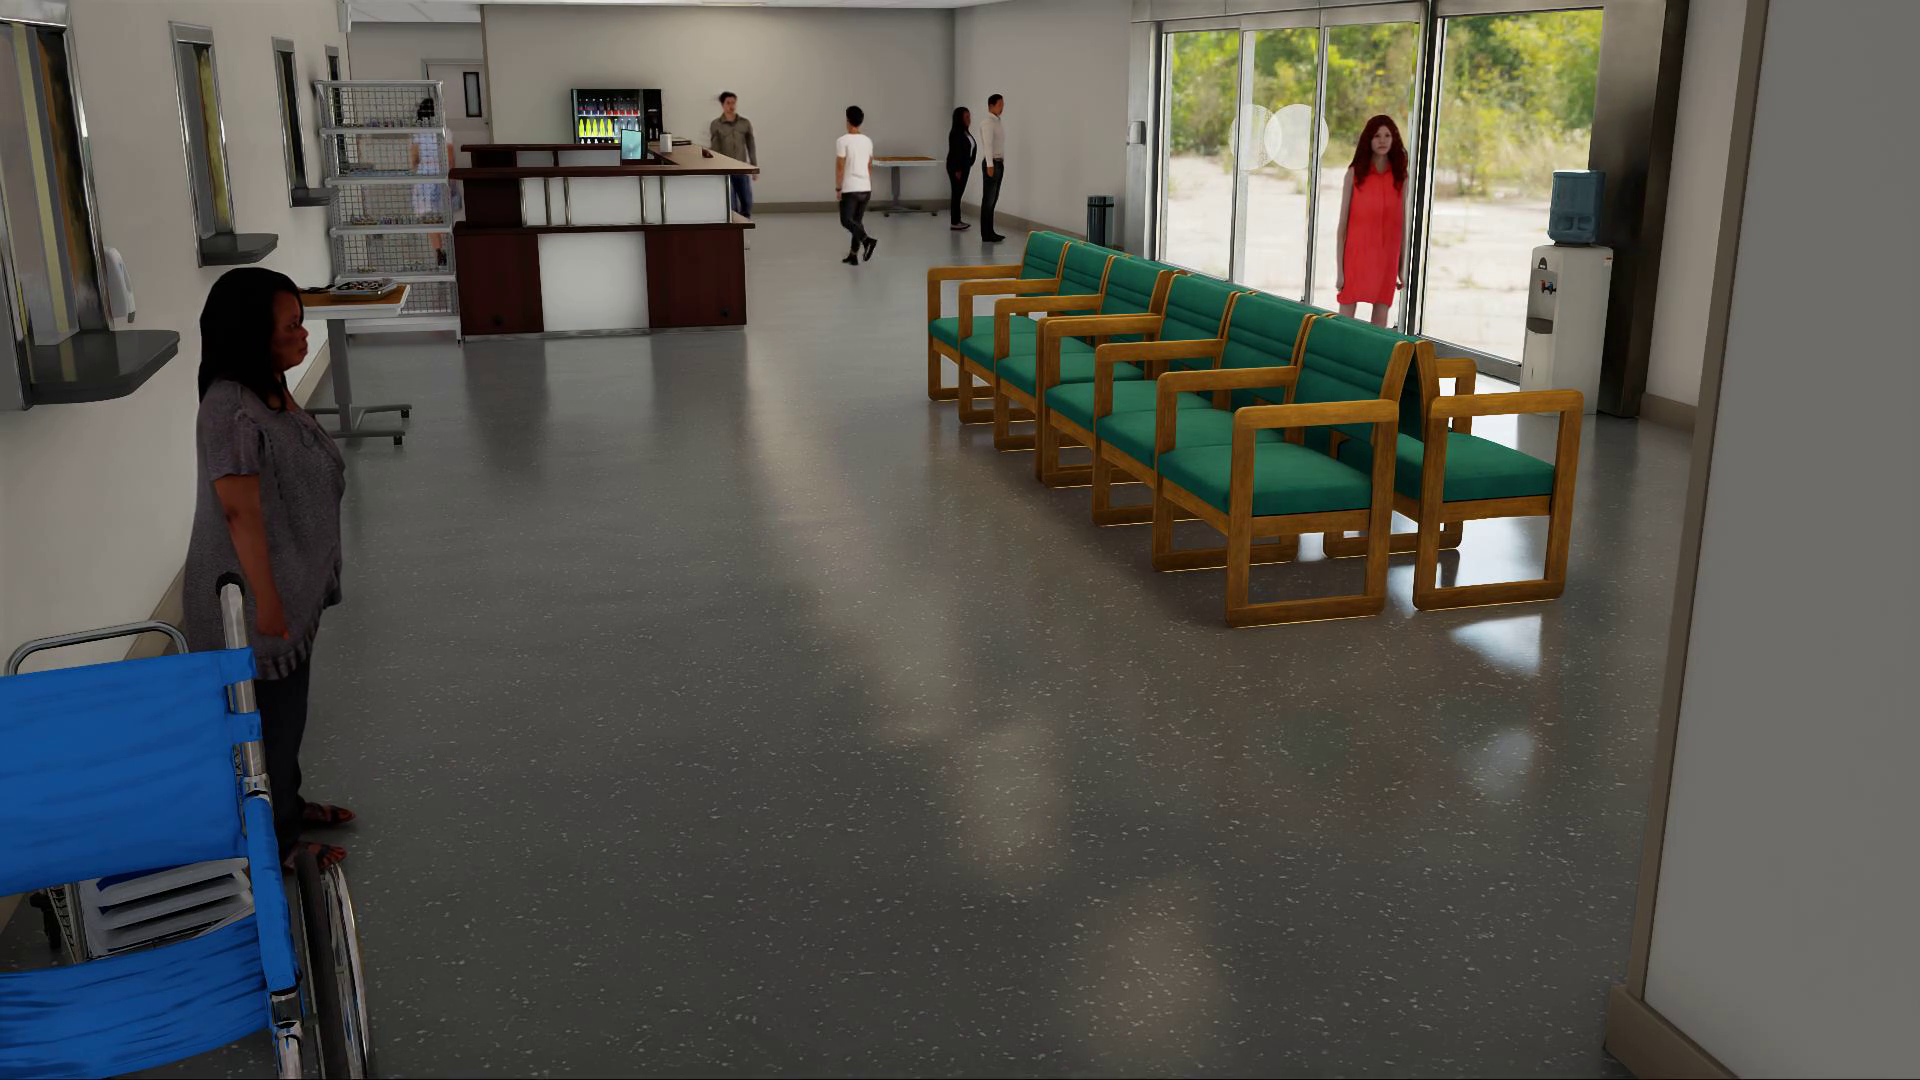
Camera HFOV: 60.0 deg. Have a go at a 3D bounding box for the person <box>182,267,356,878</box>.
[{"bbox_3d":[-1.845,0.088,4.371,0.660,1.602,0.647,-5,17,-19],"label":"person"}]

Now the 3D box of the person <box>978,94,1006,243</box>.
[{"bbox_3d":[0.397,-4.683,20.920,0.734,1.806,0.747,4,16,13],"label":"person"}]

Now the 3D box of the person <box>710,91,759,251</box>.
[{"bbox_3d":[-2.671,-4.308,19.512,0.722,1.848,0.832,-8,18,-26],"label":"person"}]

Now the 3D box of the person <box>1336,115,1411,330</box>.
[{"bbox_3d":[2.495,-1.654,10.137,0.521,1.827,0.690,-1,16,-2],"label":"person"}]

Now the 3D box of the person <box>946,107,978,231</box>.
[{"bbox_3d":[-0.016,-5.024,22.478,0.758,1.616,0.738,3,16,9],"label":"person"}]

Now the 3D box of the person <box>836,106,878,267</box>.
[{"bbox_3d":[-1.096,-3.816,18.042,0.938,1.699,0.889,-13,20,-38],"label":"person"}]

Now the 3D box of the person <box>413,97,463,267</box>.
[{"bbox_3d":[-5.494,-3.682,17.415,0.980,1.782,0.732,-5,17,-18],"label":"person"}]
